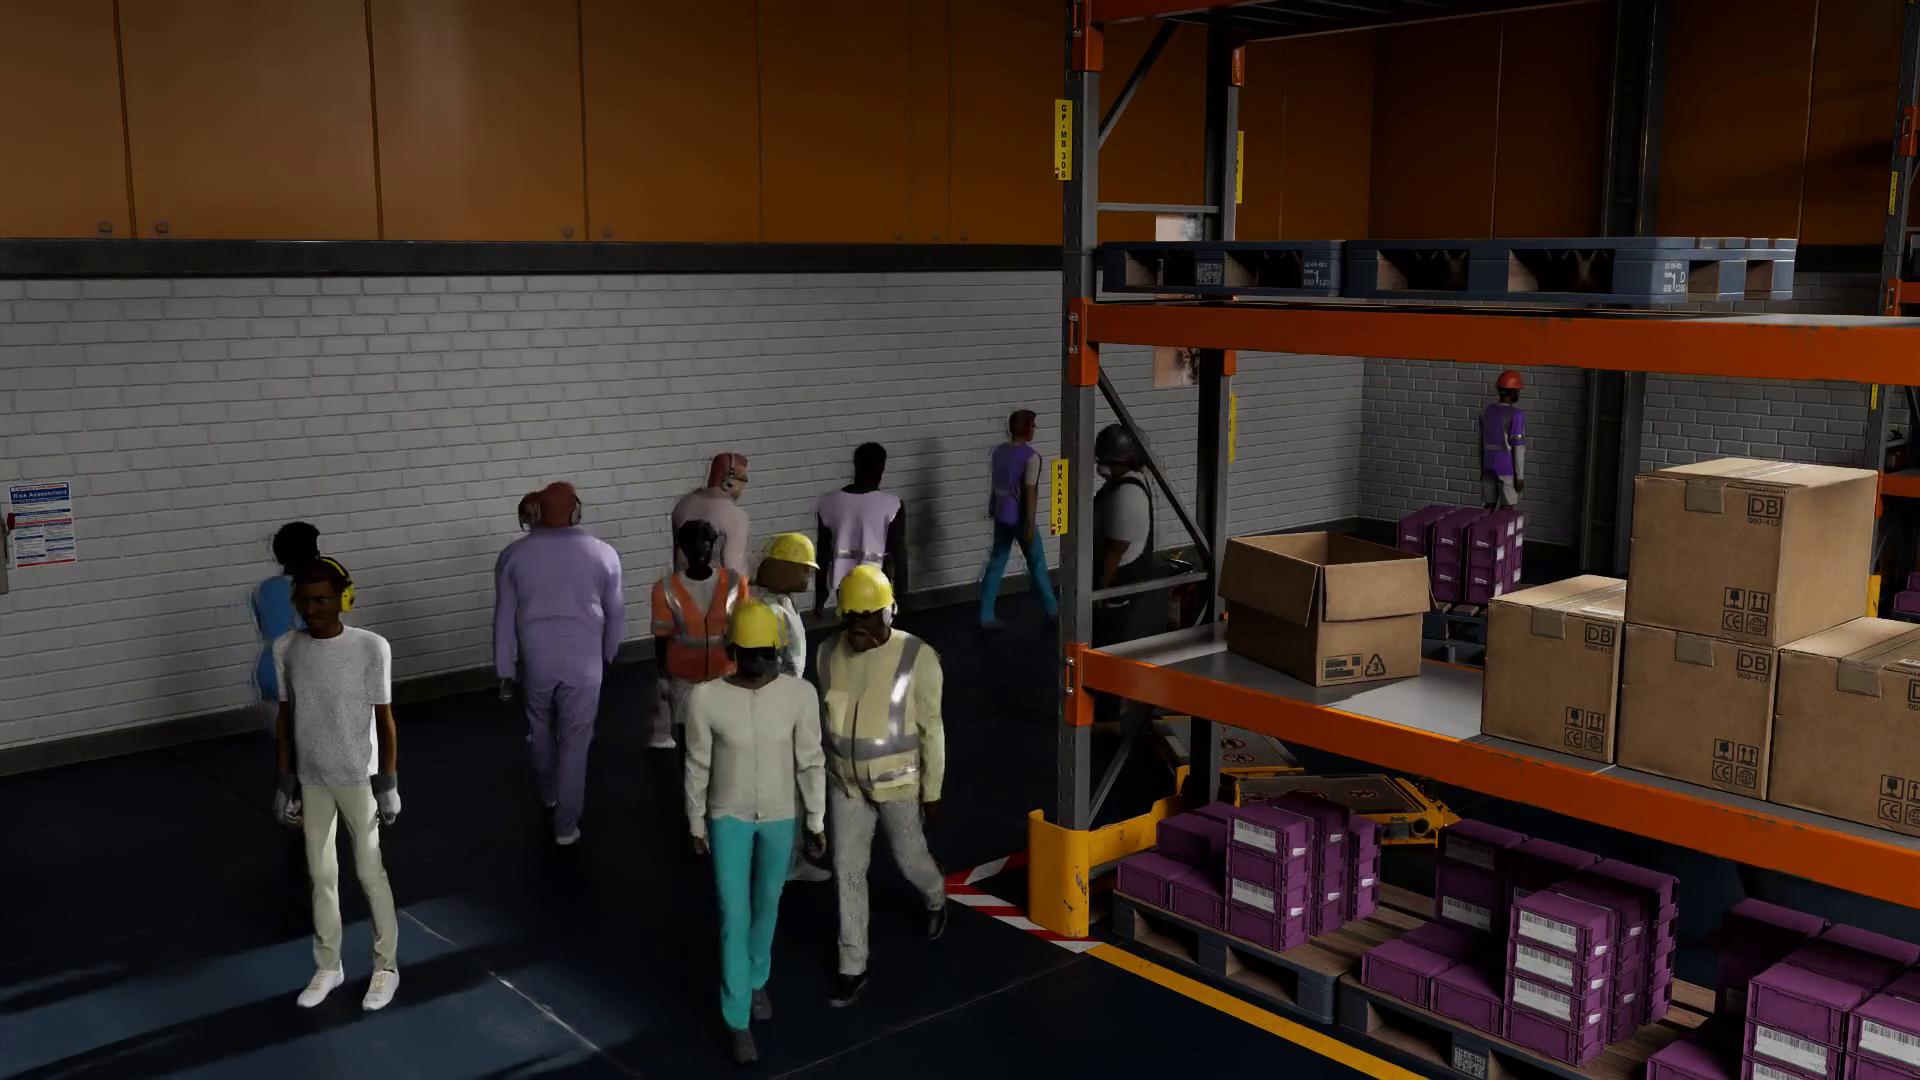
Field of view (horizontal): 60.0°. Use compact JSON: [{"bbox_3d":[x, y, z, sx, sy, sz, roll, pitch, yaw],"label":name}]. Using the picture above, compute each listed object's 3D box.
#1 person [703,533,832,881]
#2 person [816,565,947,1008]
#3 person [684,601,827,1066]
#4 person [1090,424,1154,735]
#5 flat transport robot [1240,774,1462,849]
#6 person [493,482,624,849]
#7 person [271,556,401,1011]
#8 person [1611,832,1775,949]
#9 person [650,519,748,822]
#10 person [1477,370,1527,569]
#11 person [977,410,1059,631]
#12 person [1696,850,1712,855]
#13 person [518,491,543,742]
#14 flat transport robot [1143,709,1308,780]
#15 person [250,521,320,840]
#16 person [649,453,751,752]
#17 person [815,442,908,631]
[{"bbox_3d":[-0.924,0.820,8.024,0.530,1.705,0.530,1,10,4],"label":"person"},{"bbox_3d":[-0.305,0.962,6.992,0.603,1.797,0.860,4,10,22],"label":"person"},{"bbox_3d":[-0.759,1.098,6.354,0.529,1.734,0.820,-3,10,-19],"label":"person"},{"bbox_3d":[0.942,0.230,10.530,0.538,2.000,0.703,2,10,11],"label":"person"},{"bbox_3d":[1.888,1.425,8.708,1.431,0.197,0.652,-1,10,-5],"label":"flat transport robot"},{"bbox_3d":[-2.097,0.620,8.782,0.643,1.851,0.954,-1,10,-4],"label":"person"},{"bbox_3d":[-2.514,0.976,6.701,0.515,1.861,0.318,1,10,7],"label":"person"},{"bbox_3d":[3.227,0.818,7.350,0.645,1.937,1.010,-7,12,-37],"label":"person"},{"bbox_3d":[-1.372,0.702,8.857,0.552,1.668,0.403,-3,10,-17],"label":"person"},{"bbox_3d":[5.293,-0.685,16.191,0.373,1.934,0.551,-5,11,-27],"label":"person"},{"bbox_3d":[0.501,-0.169,13.578,0.958,1.789,0.588,-7,12,-37],"label":"person"},{"bbox_3d":[4.000,0.737,8.135,0.626,1.848,0.552,8,12,38],"label":"person"},{"bbox_3d":[-2.541,0.489,10.250,0.504,1.605,0.565,-4,10,-20],"label":"person"},{"bbox_3d":[1.525,1.256,9.699,0.652,0.197,1.431,-1,10,-5],"label":"flat transport robot"},{"bbox_3d":[-3.420,0.741,8.607,0.533,1.679,0.394,4,11,23],"label":"person"},{"bbox_3d":[-1.559,0.379,10.262,0.758,1.840,0.973,7,12,36],"label":"person"},{"bbox_3d":[-0.643,0.321,10.529,0.605,1.882,0.941,3,10,19],"label":"person"}]
